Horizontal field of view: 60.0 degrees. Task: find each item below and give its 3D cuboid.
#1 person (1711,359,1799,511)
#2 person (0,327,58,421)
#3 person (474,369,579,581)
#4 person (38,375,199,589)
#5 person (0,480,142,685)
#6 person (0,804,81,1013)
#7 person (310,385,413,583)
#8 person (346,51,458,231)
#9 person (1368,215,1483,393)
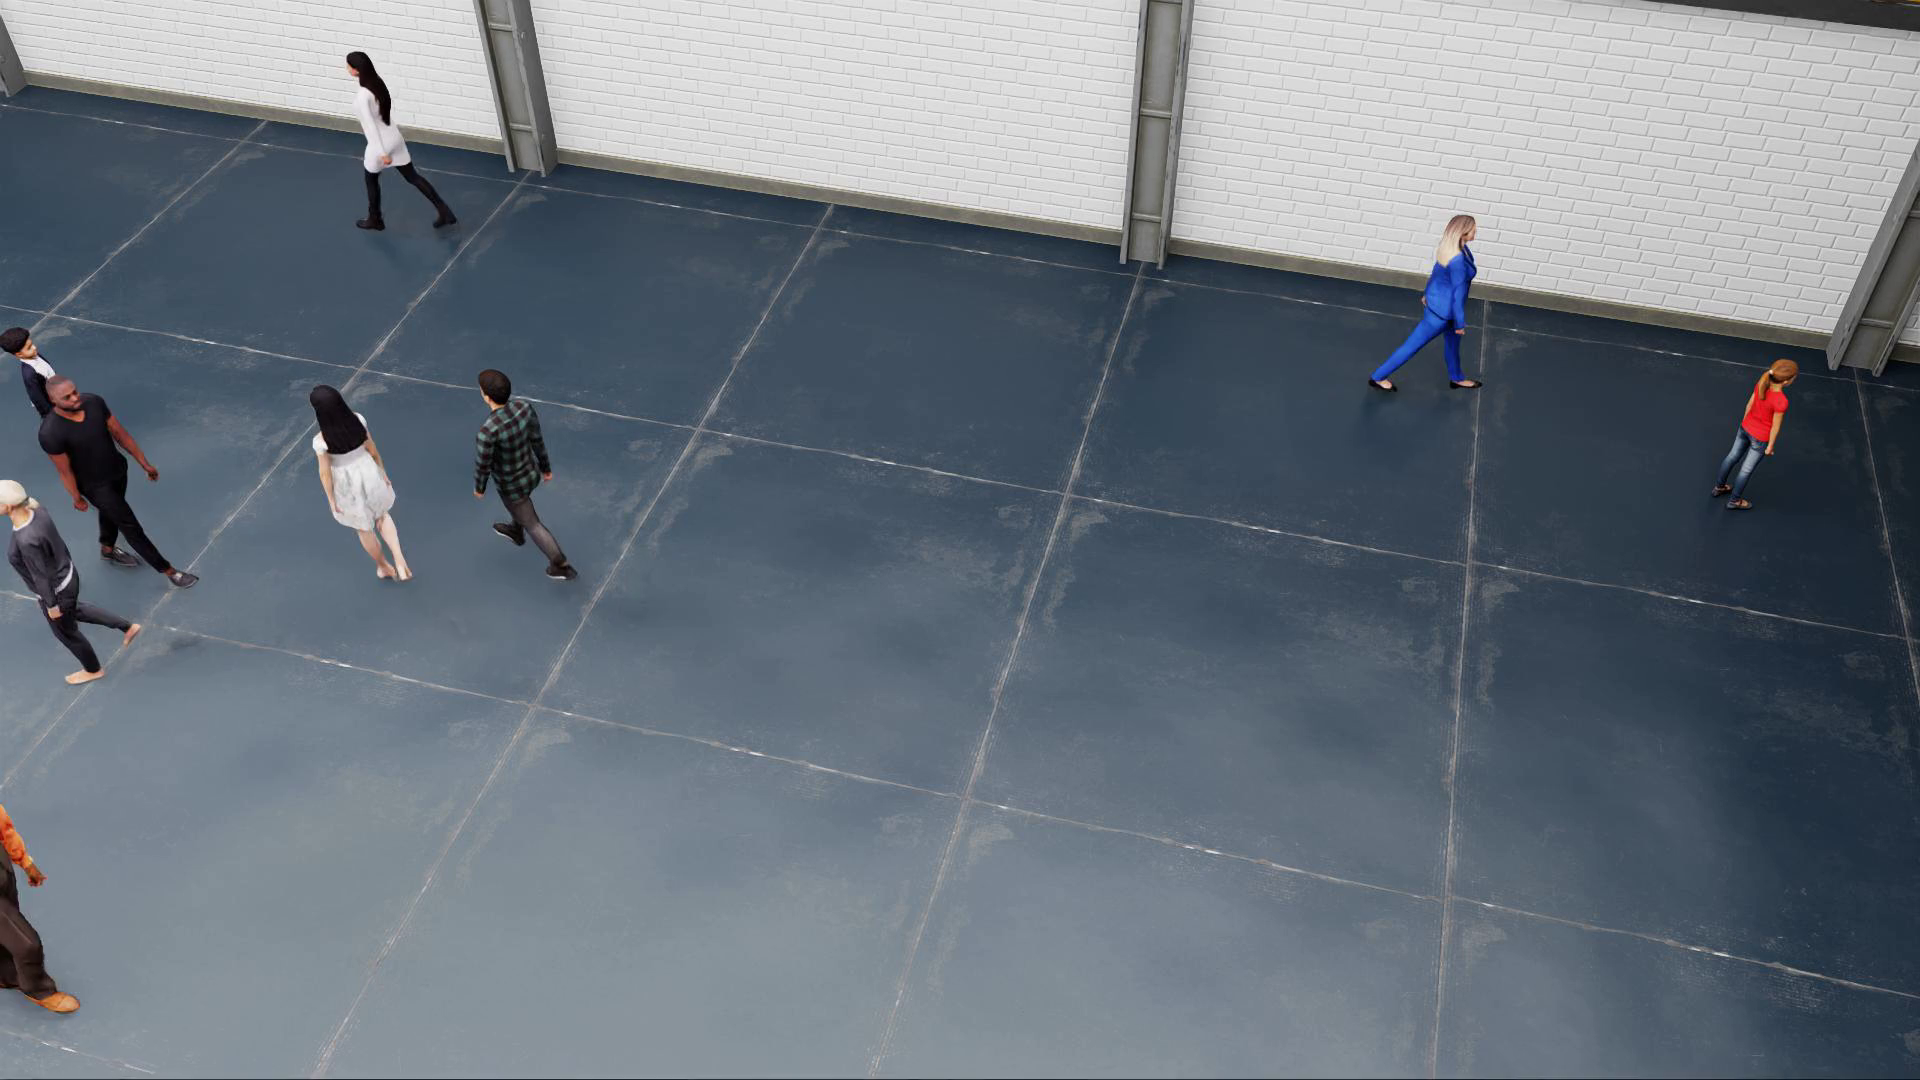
[{"bbox_3d":[5.839,-0.791,12.206,0.600,1.310,0.563,-12,45,-12],"label":"person"},{"bbox_3d":[-6.919,-1.092,12.582,0.624,1.228,0.587,-10,45,-11],"label":"person"},{"bbox_3d":[-2.974,-0.409,11.358,1.147,1.677,0.830,20,47,20],"label":"person"},{"bbox_3d":[-5.980,-0.429,11.490,1.192,1.774,0.763,15,46,15],"label":"person"},{"bbox_3d":[-5.807,0.259,10.811,0.909,1.715,0.820,-12,45,-12],"label":"person"},{"bbox_3d":[-5.376,1.870,9.006,0.850,1.870,0.825,8,44,8],"label":"person"},{"bbox_3d":[-4.041,-0.298,11.362,0.934,1.760,0.833,34,53,30],"label":"person"},{"bbox_3d":[-4.983,-3.473,14.689,1.172,1.767,0.632,8,44,8],"label":"person"},{"bbox_3d":[3.658,-1.789,13.005,1.205,1.652,0.781,3,44,4],"label":"person"}]
